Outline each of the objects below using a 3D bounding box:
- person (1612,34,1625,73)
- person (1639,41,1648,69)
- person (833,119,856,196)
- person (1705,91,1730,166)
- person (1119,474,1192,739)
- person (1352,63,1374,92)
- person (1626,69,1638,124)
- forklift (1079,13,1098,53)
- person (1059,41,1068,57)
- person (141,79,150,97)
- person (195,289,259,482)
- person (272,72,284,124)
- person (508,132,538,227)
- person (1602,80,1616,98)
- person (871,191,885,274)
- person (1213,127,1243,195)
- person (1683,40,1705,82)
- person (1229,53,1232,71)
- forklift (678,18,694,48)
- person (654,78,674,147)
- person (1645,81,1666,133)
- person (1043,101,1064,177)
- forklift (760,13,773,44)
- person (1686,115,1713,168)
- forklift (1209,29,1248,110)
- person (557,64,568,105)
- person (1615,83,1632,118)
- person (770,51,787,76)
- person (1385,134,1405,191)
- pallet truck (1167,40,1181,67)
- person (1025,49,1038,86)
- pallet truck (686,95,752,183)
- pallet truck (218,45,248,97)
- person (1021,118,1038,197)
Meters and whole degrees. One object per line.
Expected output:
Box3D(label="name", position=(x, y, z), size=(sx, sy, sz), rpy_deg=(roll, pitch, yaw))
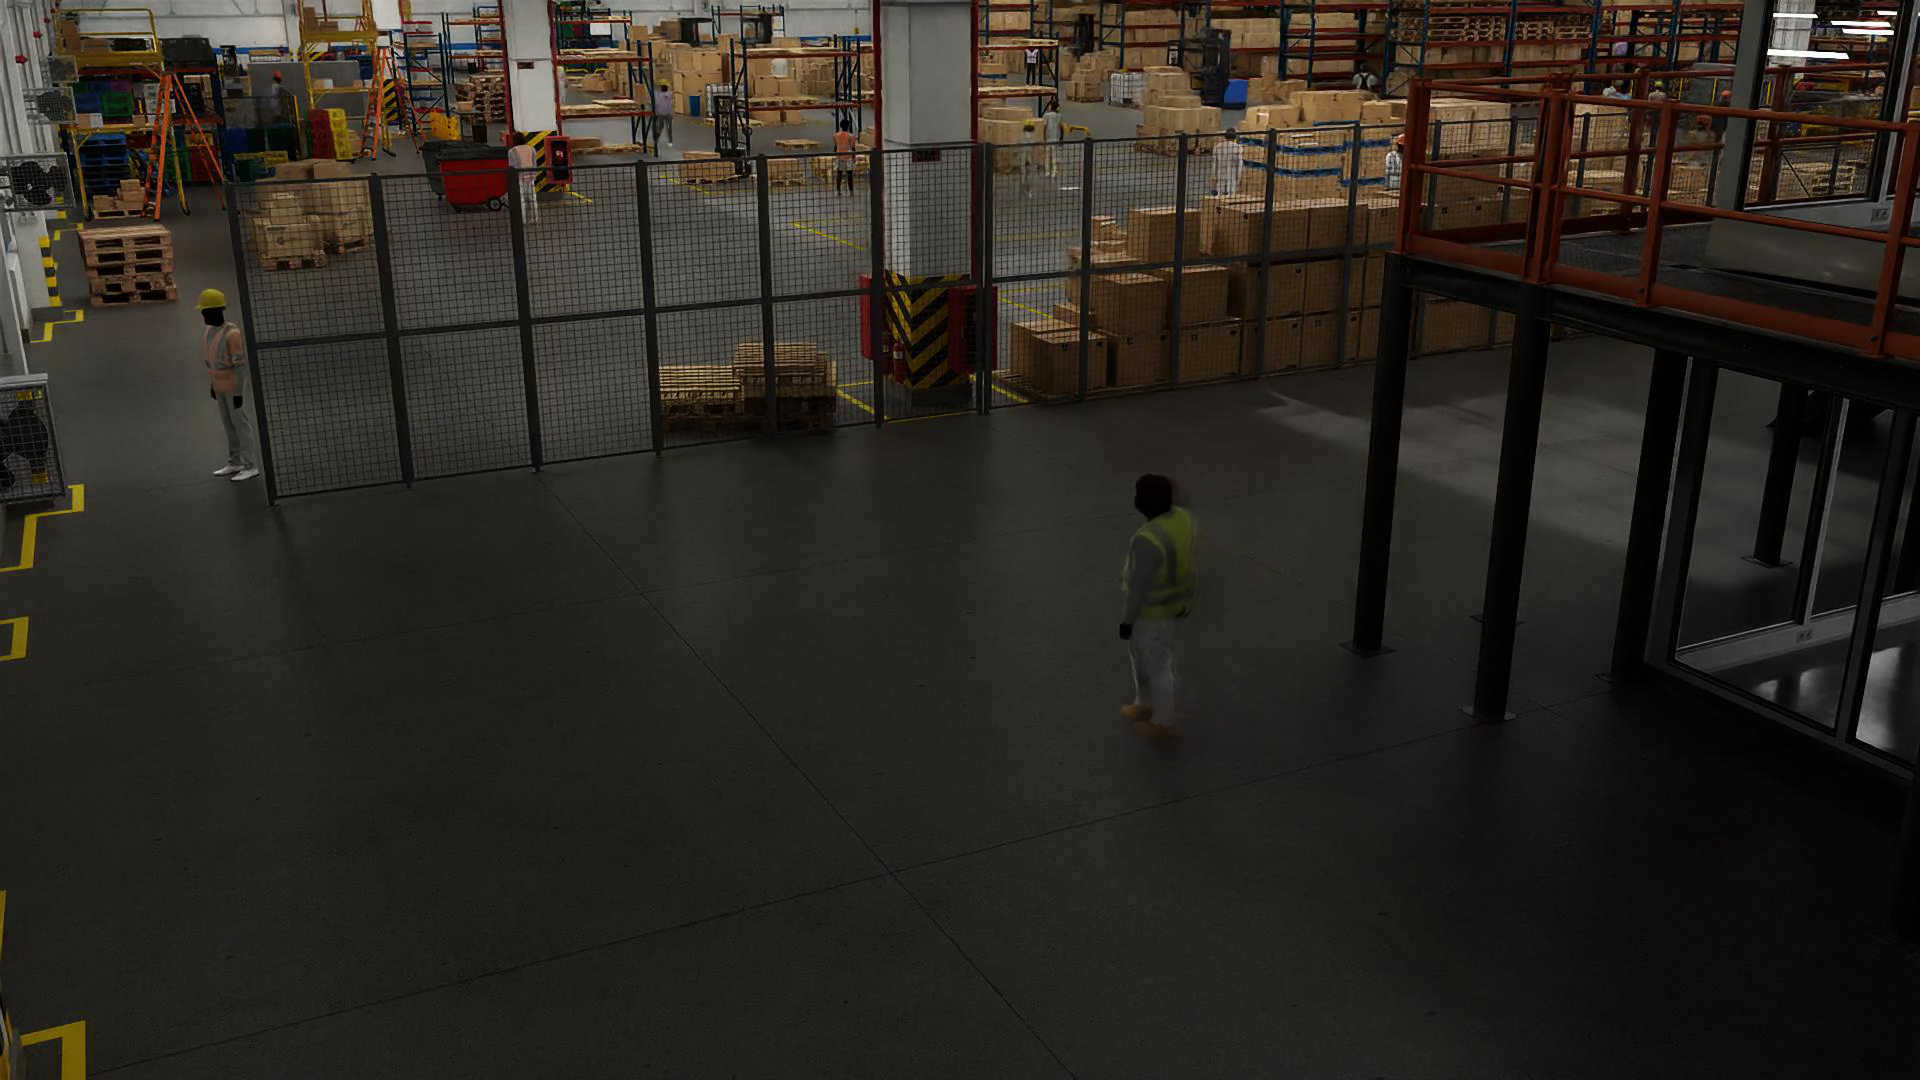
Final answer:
Box3D(label="person", position=(30.967, -22.773, 78.152), size=(0.801, 1.915, 0.639), rpy_deg=(-3, 19, -8))
Box3D(label="person", position=(30.499, -21.488, 74.240), size=(0.456, 2.030, 0.646), rpy_deg=(17, 25, 41))
Box3D(label="person", position=(-2.593, -8.599, 37.400), size=(0.533, 1.690, 0.321), rpy_deg=(4, 20, 12))
Box3D(label="person", position=(19.423, -10.478, 42.515), size=(0.648, 1.905, 1.061), rpy_deg=(3, 19, 8))
Box3D(label="person", position=(1.212, 0.432, 10.996), size=(0.617, 1.826, 0.640), rpy_deg=(9, 21, 25))
Box3D(label="person", position=(12.926, -14.367, 53.584), size=(0.699, 2.000, 1.013), rpy_deg=(-1, 19, -2))
Box3D(label="person", position=(22.131, -14.579, 54.631), size=(0.346, 1.758, 0.526), rpy_deg=(7, 20, 21))
Box3D(label="forklift", position=(5.986, -23.430, 78.588), size=(1.873, 2.768, 1.129), rpy_deg=(-9, 21, -25))
Box3D(label="person", position=(4.830, -22.501, 77.800), size=(0.523, 1.615, 0.631), rpy_deg=(8, 21, 23))
Box3D(label="person", position=(-25.083, -13.433, 51.500), size=(0.520, 1.633, 0.312), rpy_deg=(9, 21, 25))
Box3D(label="person", position=(-7.321, -1.547, 16.595), size=(0.587, 1.928, 0.363), rpy_deg=(15, 24, 37))
Box3D(label="person", position=(-20.590, -13.193, 50.370), size=(0.586, 1.910, 0.573), rpy_deg=(-9, 21, -24))
Box3D(label="person", position=(-8.636, -7.113, 32.857), size=(0.430, 1.845, 0.624), rpy_deg=(18, 26, 41))
Box3D(label="person", position=(18.800, -12.522, 48.369), size=(0.368, 1.959, 0.600), rpy_deg=(-2, 19, -5))
Box3D(label="person", position=(-0.999, -4.874, 26.302), size=(1.030, 1.882, 0.609), rpy_deg=(7, 20, 18))
Box3D(label="person", position=(5.287, -7.143, 32.800), size=(0.629, 1.940, 0.372), rpy_deg=(12, 22, 32))
Box3D(label="person", position=(32.124, -20.837, 72.614), size=(0.958, 1.865, 0.652), rpy_deg=(5, 20, 15))
Box3D(label="person", position=(12.081, -21.757, 75.340), size=(0.453, 1.829, 0.628), rpy_deg=(-9, 21, -25))
Box3D(label="forklift", position=(-11.816, -21.177, 72.058), size=(1.873, 2.768, 1.129), rpy_deg=(-9, 21, -25))
Box3D(label="person", position=(-8.496, -12.272, 47.718), size=(0.599, 1.905, 0.747), rpy_deg=(-11, 22, -29))
Box3D(label="person", position=(20.410, -12.594, 48.903), size=(0.525, 1.737, 0.786), rpy_deg=(3, 19, 9))
Box3D(label="person", position=(2.264, -9.777, 40.614), size=(0.546, 1.816, 0.912), rpy_deg=(0, 19, 0))
Box3D(label="forklift", position=(-9.097, -23.441, 78.620), size=(1.873, 2.768, 1.129), rpy_deg=(-9, 21, -25))
Box3D(label="person", position=(15.941, -8.179, 35.842), size=(0.563, 1.908, 0.699), rpy_deg=(-15, 24, -36))
Box3D(label="forklift", position=(9.219, -16.695, 59.067), size=(1.873, 2.768, 1.129), rpy_deg=(-9, 21, -25))
Box3D(label="person", position=(-14.264, -16.337, 59.554), size=(0.431, 1.871, 0.591), rpy_deg=(-3, 19, -8))
Box3D(label="person", position=(19.646, -12.745, 49.446), size=(0.539, 1.667, 0.793), rpy_deg=(7, 20, 20))
Box3D(label="person", position=(-6.862, -17.612, 63.199), size=(0.636, 1.915, 0.831), rpy_deg=(-7, 20, -20))
Box3D(label="person", position=(8.330, -6.743, 31.643), size=(0.542, 1.936, 0.362), rpy_deg=(-9, 21, -24))
Box3D(label="pallet truck", position=(9.045, -19.971, 69.895), size=(0.823, 1.965, 1.885), rpy_deg=(-3, 19, -8))
Box3D(label="person", position=(3.061, -20.403, 71.268), size=(0.597, 1.915, 0.371), rpy_deg=(0, 19, 0))
Box3D(label="pallet truck", position=(-5.836, -9.608, 39.856), size=(0.823, 1.965, 1.885), rpy_deg=(10, 22, 27))
Box3D(label="pallet truck", position=(-28.879, -18.665, 66.111), size=(0.823, 1.965, 1.885), rpy_deg=(-3, 19, -9))
Box3D(label="person", position=(1.538, -8.517, 37.106), size=(0.401, 1.728, 0.491), rpy_deg=(-7, 20, -18))
